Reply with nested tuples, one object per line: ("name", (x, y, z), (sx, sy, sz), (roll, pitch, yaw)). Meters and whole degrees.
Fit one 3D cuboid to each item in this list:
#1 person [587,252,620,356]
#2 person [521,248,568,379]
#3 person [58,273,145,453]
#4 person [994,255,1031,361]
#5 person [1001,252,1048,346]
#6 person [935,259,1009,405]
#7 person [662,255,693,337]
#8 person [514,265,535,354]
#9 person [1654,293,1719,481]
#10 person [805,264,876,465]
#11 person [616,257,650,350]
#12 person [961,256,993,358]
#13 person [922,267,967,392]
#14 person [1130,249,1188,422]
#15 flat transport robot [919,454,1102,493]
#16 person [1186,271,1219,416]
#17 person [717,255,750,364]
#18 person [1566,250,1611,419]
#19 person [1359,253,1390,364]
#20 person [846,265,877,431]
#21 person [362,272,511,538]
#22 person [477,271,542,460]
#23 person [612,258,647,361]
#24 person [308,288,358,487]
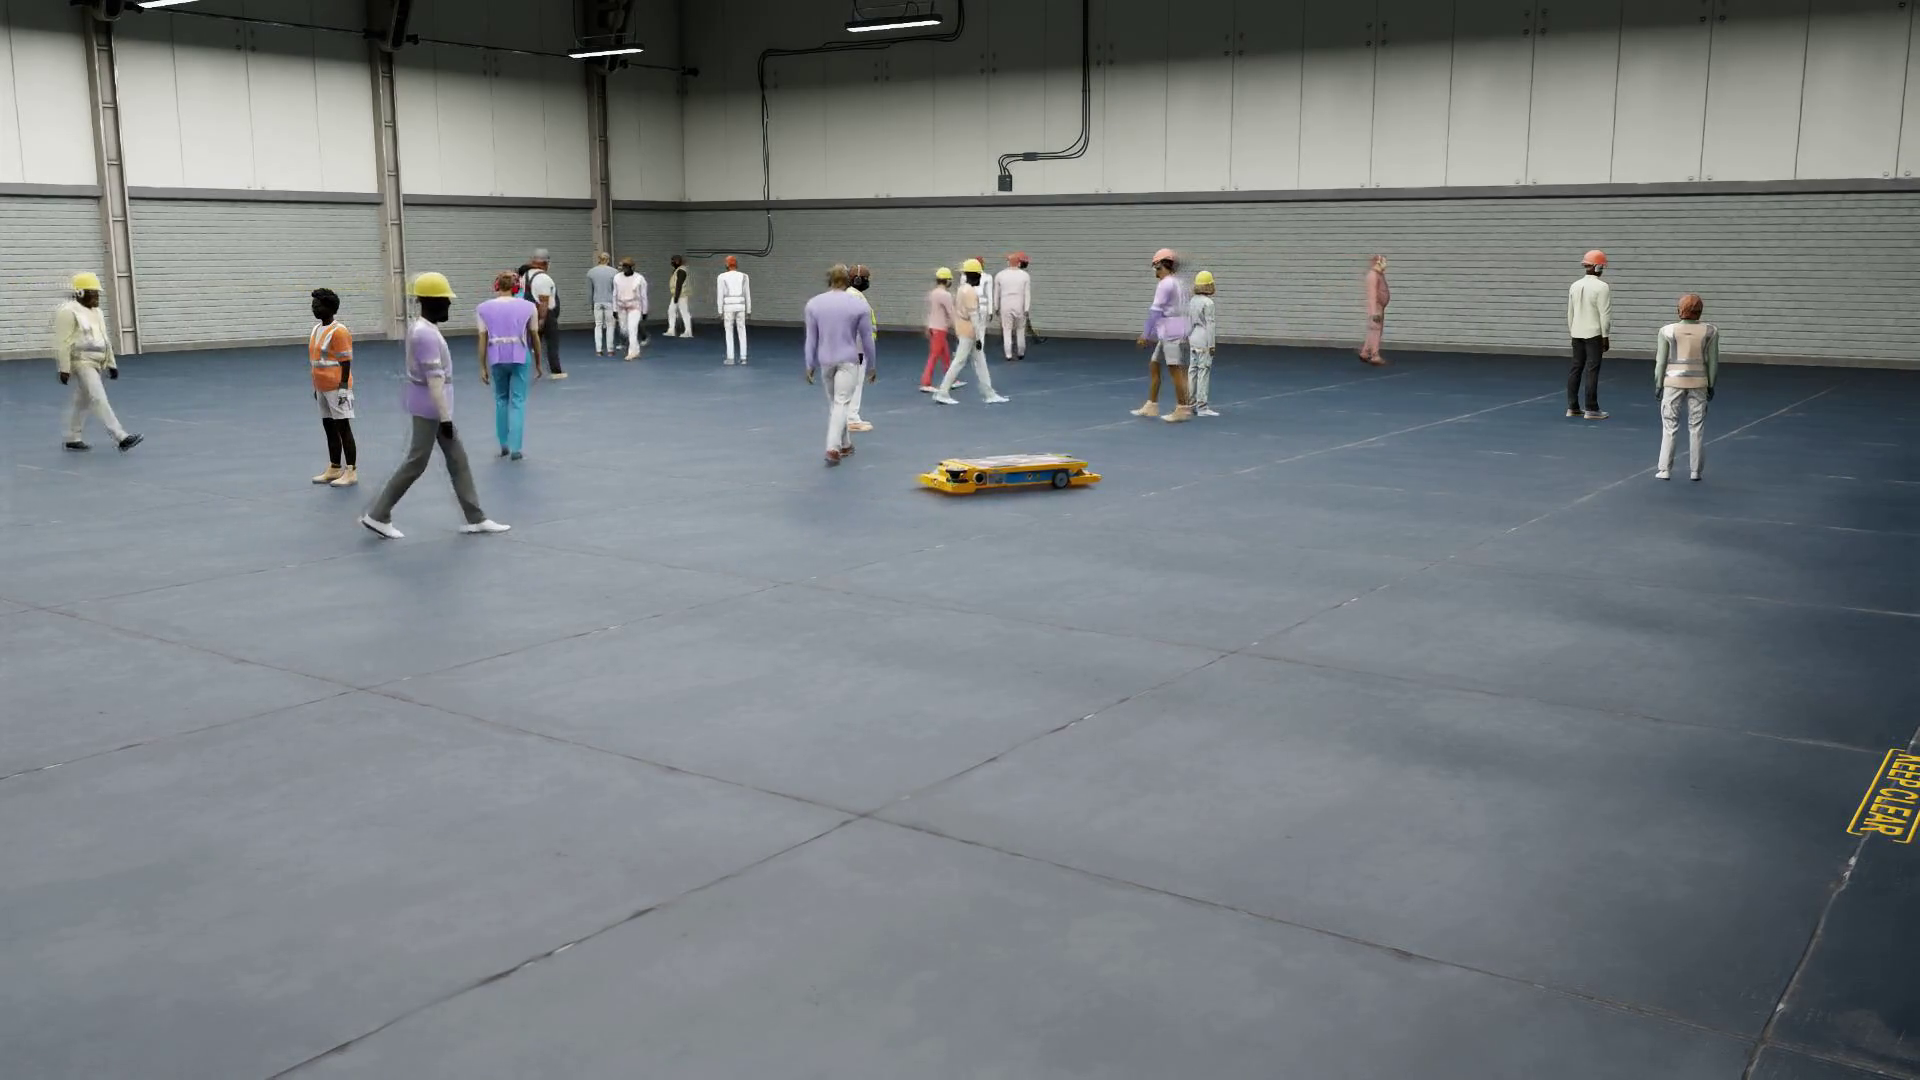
("person", (-6.547, -4.346, 30.683), (0.631, 1.921, 0.406), (1, 10, 4))
("person", (-6.462, -3.454, 25.338), (0.678, 2.000, 0.856), (9, 13, 40))
("person", (-8.543, -1.742, 16.472), (0.928, 1.775, 0.614), (0, 10, 1))
("person", (0.939, -4.128, 29.638), (0.662, 1.857, 0.982), (1, 10, 5))
("person", (1.287, -4.892, 33.818), (0.976, 1.882, 0.569), (1, 10, 6))
("person", (0.127, -2.673, 21.430), (0.980, 1.878, 0.603), (-1, 10, -7))
("person", (-6.305, -5.383, 36.773), (0.784, 1.813, 0.650), (-4, 11, -22))
("person", (-8.226, -4.317, 31.167), (0.547, 1.674, 0.586), (7, 13, 36))
("person", (6.348, -1.329, 14.558), (0.513, 1.641, 0.307), (3, 10, 14))
("person", (-1.141, -1.674, 15.816), (0.651, 1.890, 1.035), (2, 10, 13))
("person", (-6.489, -4.638, 32.633), (0.551, 1.814, 0.775), (5, 11, 24))
("person", (0.282, -4.023, 29.038), (0.586, 1.865, 0.685), (0, 10, 3))
("person", (-0.196, -2.934, 23.298), (0.850, 1.734, 0.539), (-4, 11, -23))
("person", (2.300, -2.362, 19.319), (0.829, 1.996, 0.652), (2, 10, 14))
("flat transport robot", (0.431, -0.583, 14.211), (1.431, 0.197, 0.652), (-5, 11, -26))
("person", (2.934, -2.368, 20.077), (0.282, 1.746, 0.493), (-4, 11, -23))
("person", (-3.895, -3.964, 28.671), (0.590, 1.875, 0.389), (-5, 11, -25))
("person", (7.496, -2.443, 19.798), (0.376, 1.997, 0.612), (-5, 11, -24))
("person", (7.199, -3.980, 28.708), (0.443, 1.919, 0.659), (3, 11, 19))
("person", (-1.136, -2.124, 18.471), (0.428, 1.835, 0.627), (-2, 10, -9))
("person", (-3.767, -0.945, 11.742), (0.984, 1.889, 0.598), (-3, 10, -14))
("person", (-4.361, -1.703, 16.194), (0.561, 1.804, 0.832), (-1, 10, -5))
("person", (-5.875, -4.131, 29.754), (0.626, 1.820, 0.773), (2, 10, 14))
("person", (-5.394, -1.306, 14.267), (0.540, 1.696, 0.315), (9, 14, 41))
